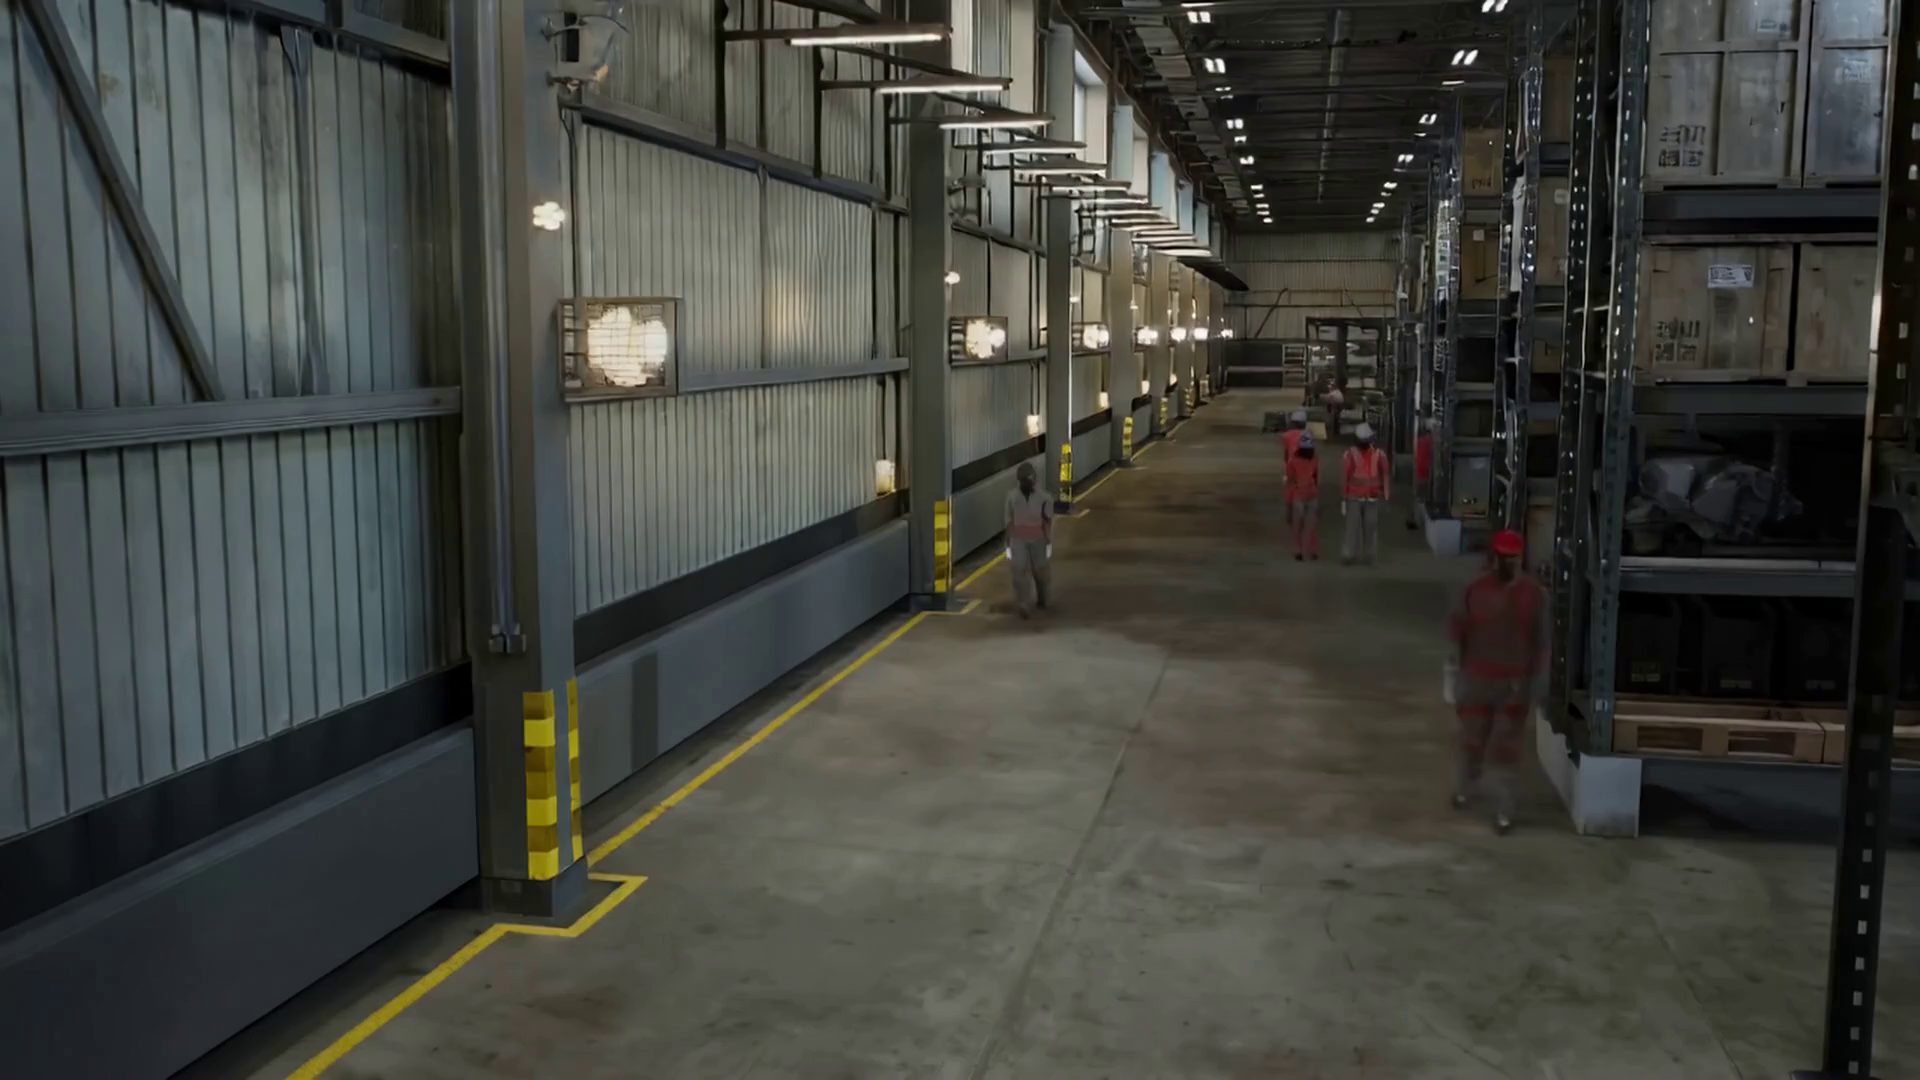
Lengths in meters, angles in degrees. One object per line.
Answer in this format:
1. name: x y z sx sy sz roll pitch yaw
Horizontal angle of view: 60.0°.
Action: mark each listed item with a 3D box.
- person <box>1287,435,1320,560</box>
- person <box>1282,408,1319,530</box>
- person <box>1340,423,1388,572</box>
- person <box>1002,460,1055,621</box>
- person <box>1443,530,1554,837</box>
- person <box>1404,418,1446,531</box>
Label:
1. person: 4.661 -0.565 22.557 0.480 1.717 0.433 0 7 -3
2. person: 5.370 -1.120 26.212 0.550 1.915 0.614 4 8 28
3. person: 5.219 -0.547 21.480 0.615 1.943 0.407 0 7 3
4. person: 0.740 -0.004 17.940 0.564 1.741 0.449 2 7 14
5. person: 3.339 0.869 10.343 0.655 1.890 0.486 1 7 11
6. person: 7.351 -1.018 25.979 0.988 1.780 0.594 -2 8 -19
